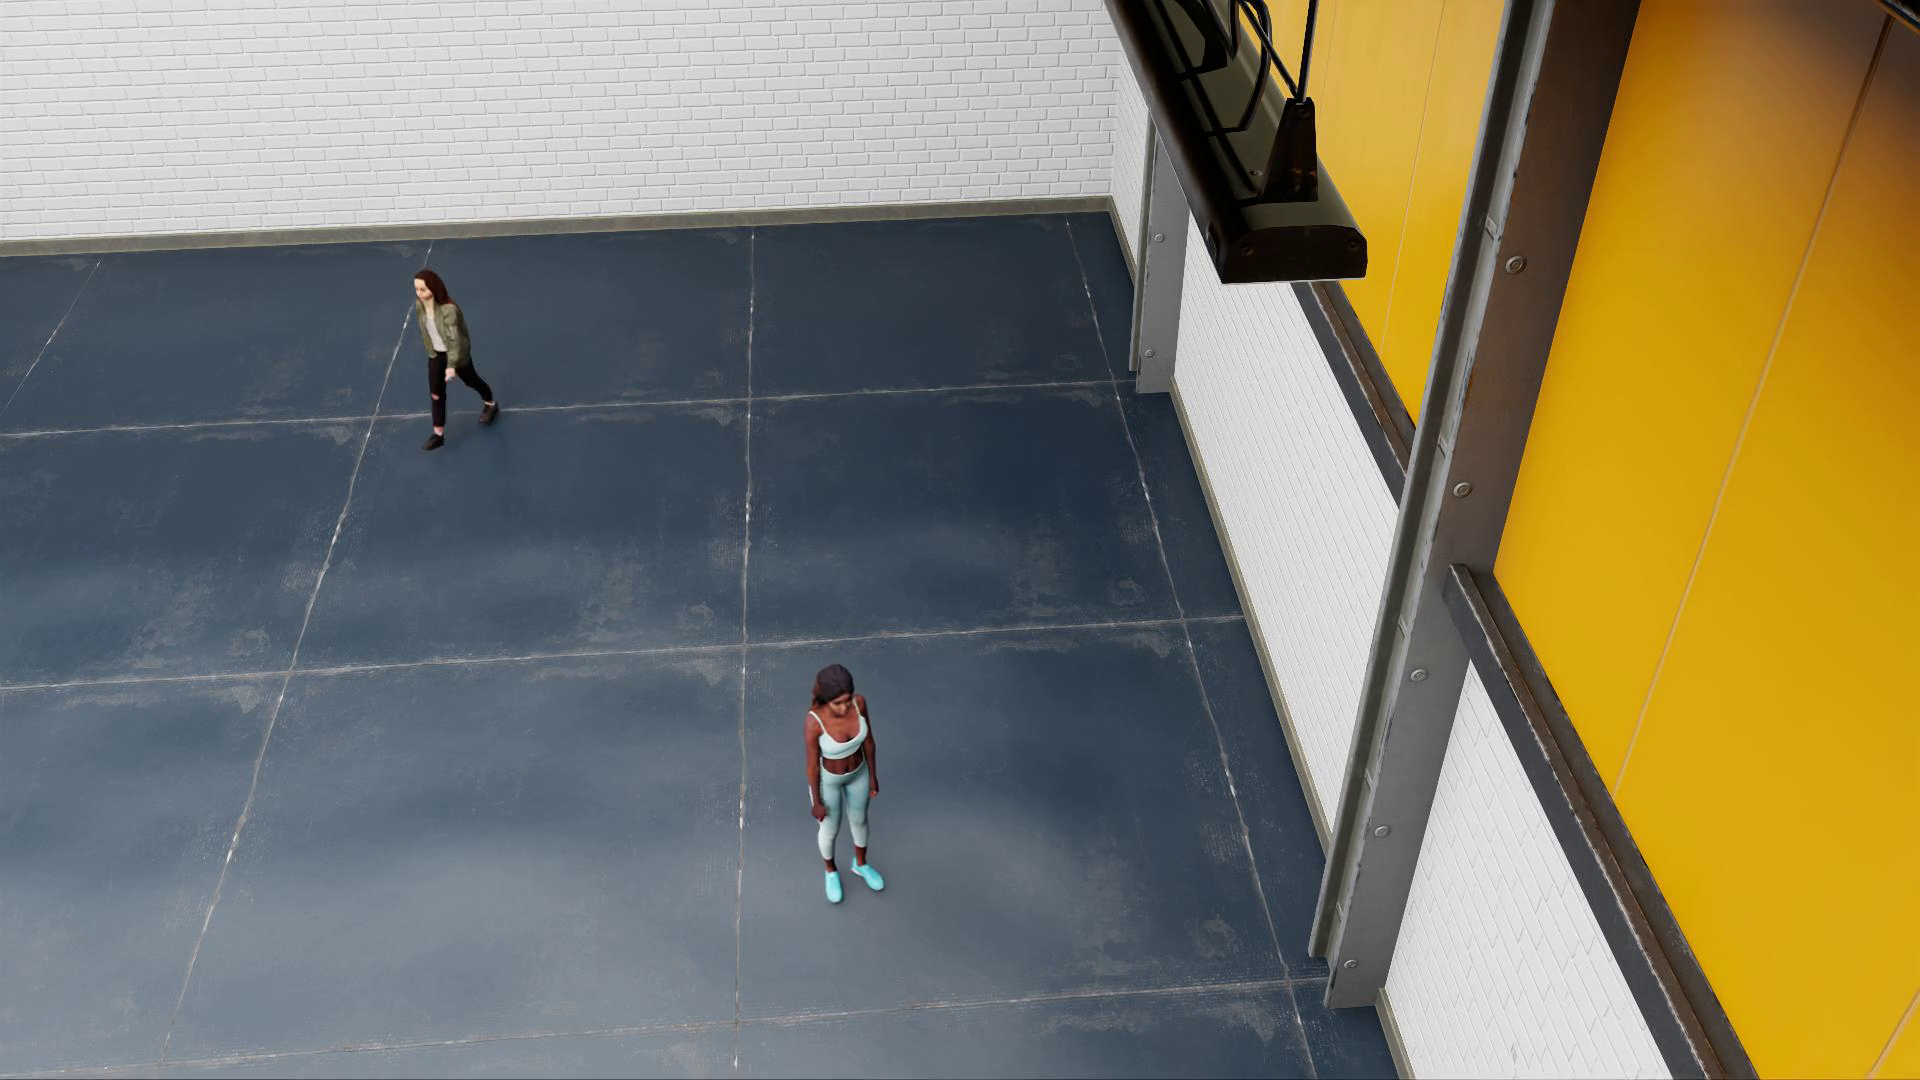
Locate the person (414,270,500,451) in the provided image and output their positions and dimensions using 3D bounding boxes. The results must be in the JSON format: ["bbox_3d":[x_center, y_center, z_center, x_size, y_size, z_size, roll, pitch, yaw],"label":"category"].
[{"bbox_3d":[-3.859,-1.435,12.762,0.875,1.434,1.088,14,41,17],"label":"person"}]

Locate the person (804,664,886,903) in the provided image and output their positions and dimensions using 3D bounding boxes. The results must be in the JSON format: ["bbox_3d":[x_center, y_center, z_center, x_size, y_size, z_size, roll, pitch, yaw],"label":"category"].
[{"bbox_3d":[-0.653,1.308,9.095,0.648,1.724,0.666,-21,43,-24],"label":"person"}]
